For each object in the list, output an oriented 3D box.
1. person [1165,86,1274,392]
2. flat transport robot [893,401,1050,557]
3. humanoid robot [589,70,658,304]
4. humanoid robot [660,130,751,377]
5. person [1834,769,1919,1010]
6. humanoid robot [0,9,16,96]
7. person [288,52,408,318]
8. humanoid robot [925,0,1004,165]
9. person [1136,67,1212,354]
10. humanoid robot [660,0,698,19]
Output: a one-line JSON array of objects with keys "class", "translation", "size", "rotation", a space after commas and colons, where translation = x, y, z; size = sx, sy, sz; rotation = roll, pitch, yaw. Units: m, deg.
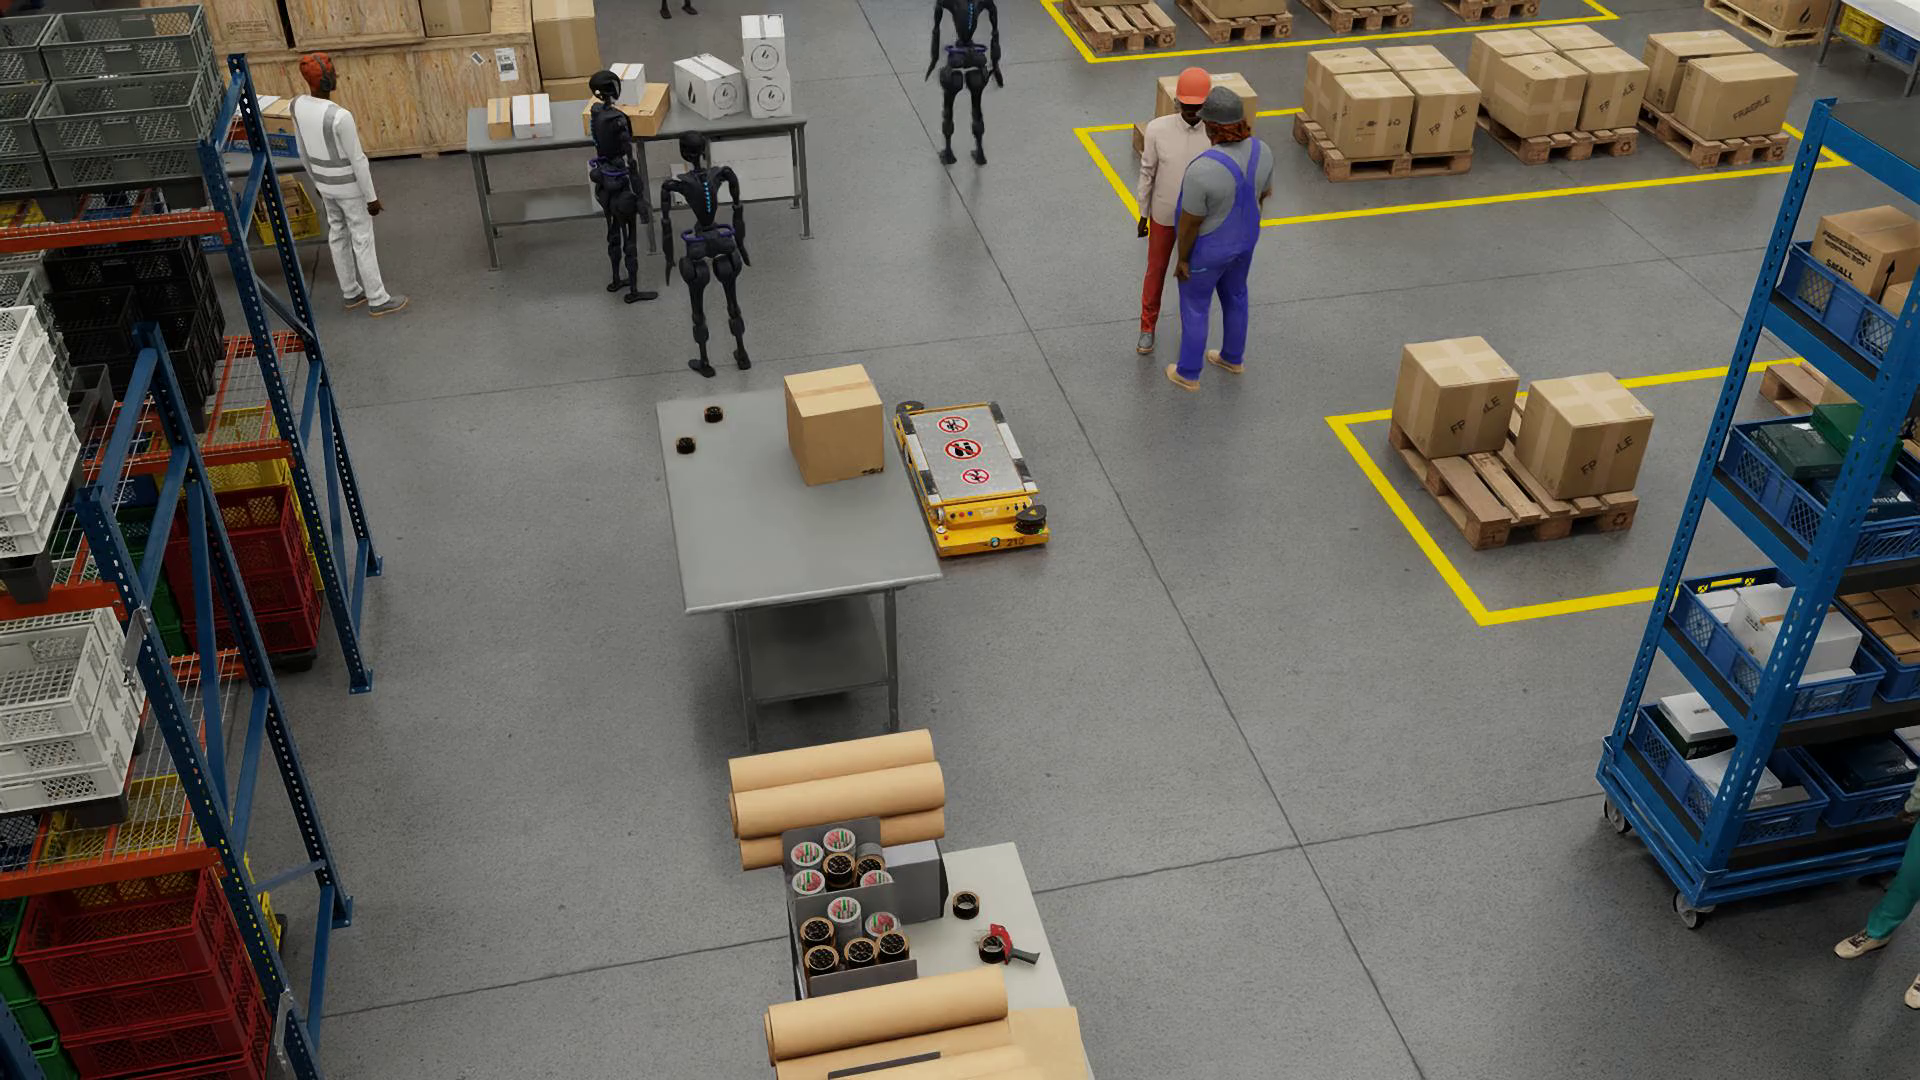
[{"class": "person", "translation": [1.616, -1.938, 10.676], "size": [0.682, 2.000, 0.536], "rotation": [-21, 42, -26]}, {"class": "flat transport robot", "translation": [0.046, -0.430, 10.108], "size": [0.652, 0.197, 1.431], "rotation": [-8, 37, -10]}, {"class": "humanoid robot", "translation": [-2.392, -2.497, 11.715], "size": [0.331, 1.660, 0.585], "rotation": [-25, 43, -30]}, {"class": "humanoid robot", "translation": [-1.658, -1.880, 10.904], "size": [0.599, 1.648, 0.369], "rotation": [-15, 39, -20]}, {"class": "person", "translation": [4.057, 1.189, 6.707], "size": [0.325, 1.760, 0.524], "rotation": [-20, 41, -25]}, {"class": "humanoid robot", "translation": [-8.233, -4.145, 13.943], "size": [0.567, 1.647, 0.404], "rotation": [-6, 37, -8]}, {"class": "person", "translation": [-4.248, -2.432, 11.469], "size": [0.583, 1.882, 0.345], "rotation": [19, 41, 24]}, {"class": "humanoid robot", "translation": [0.034, -3.893, 13.599], "size": [0.646, 1.648, 0.403], "rotation": [-12, 38, -16]}, {"class": "person", "translation": [1.472, -2.161, 11.012], "size": [0.610, 1.995, 0.376], "rotation": [1, 37, 2]}, {"class": "humanoid robot", "translation": [-2.838, -6.019, 16.456], "size": [0.601, 1.652, 0.341], "rotation": [-14, 39, -18]}]
